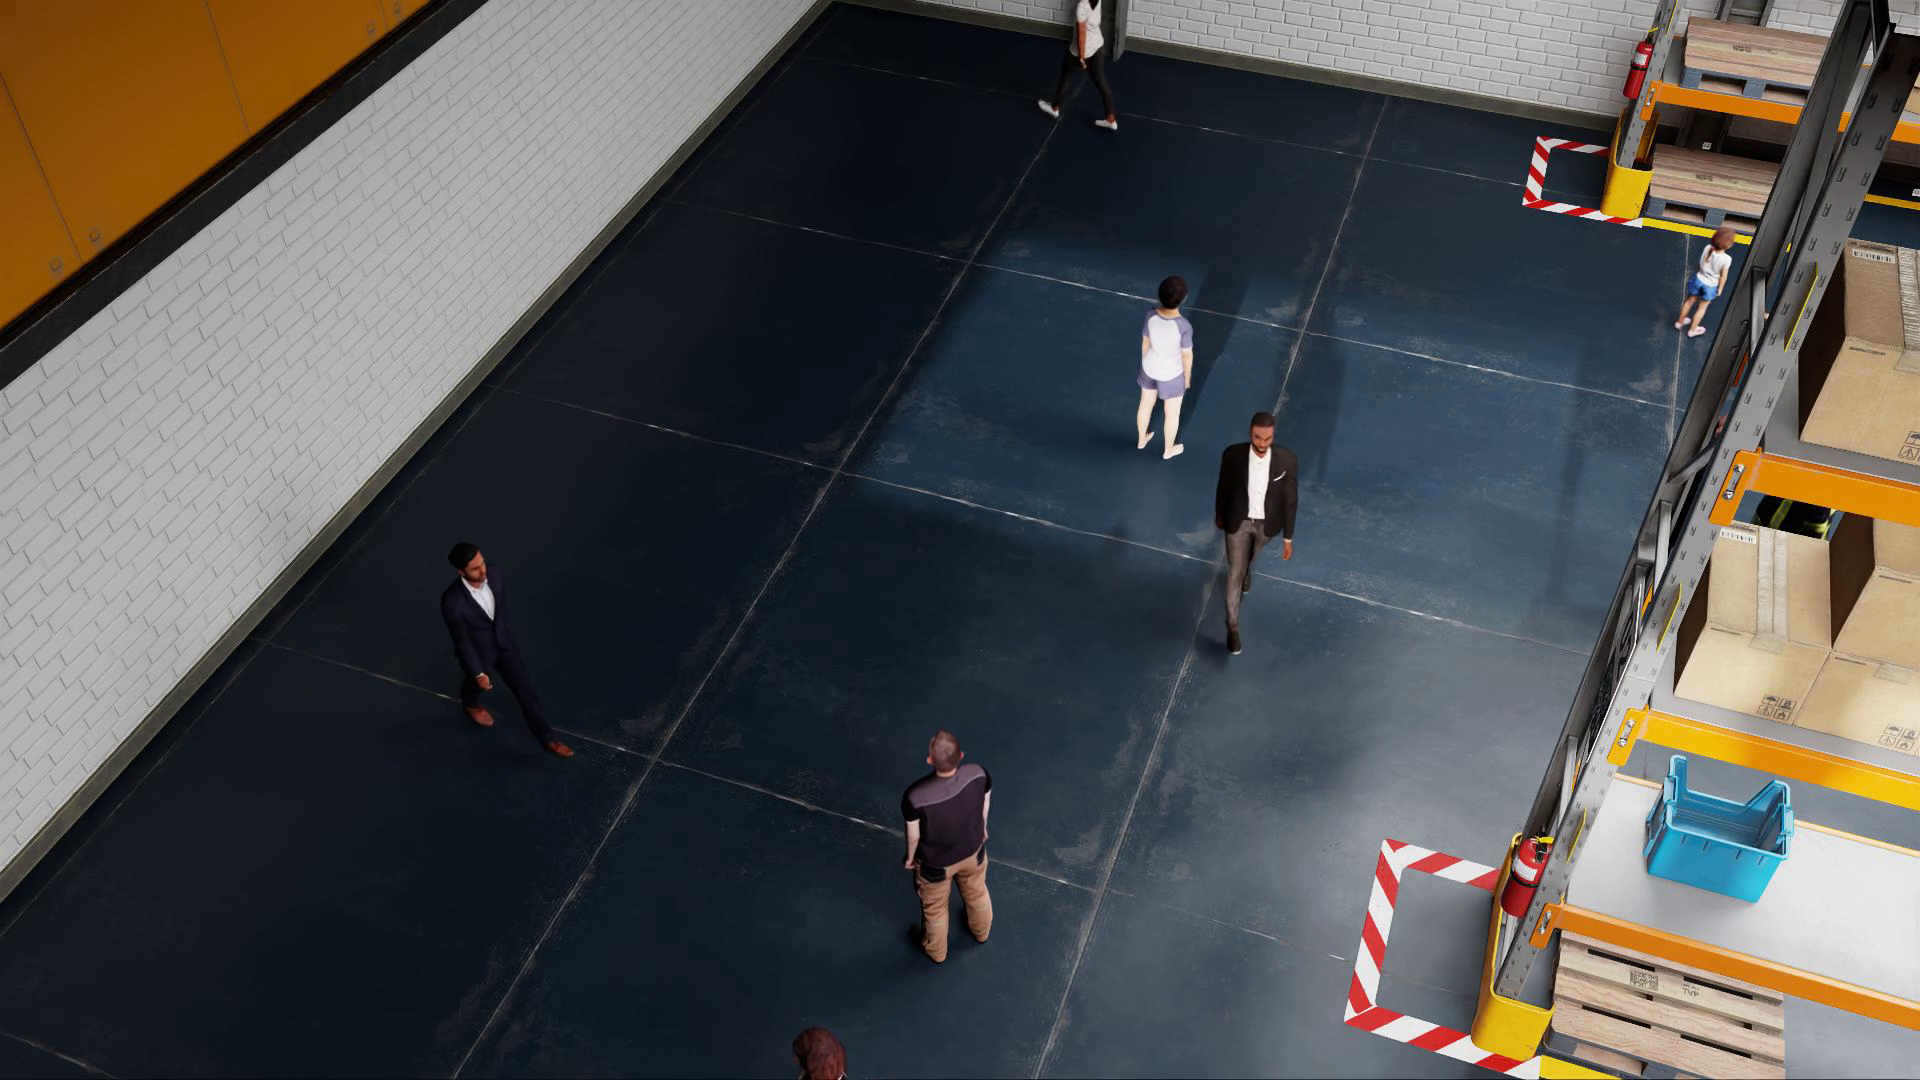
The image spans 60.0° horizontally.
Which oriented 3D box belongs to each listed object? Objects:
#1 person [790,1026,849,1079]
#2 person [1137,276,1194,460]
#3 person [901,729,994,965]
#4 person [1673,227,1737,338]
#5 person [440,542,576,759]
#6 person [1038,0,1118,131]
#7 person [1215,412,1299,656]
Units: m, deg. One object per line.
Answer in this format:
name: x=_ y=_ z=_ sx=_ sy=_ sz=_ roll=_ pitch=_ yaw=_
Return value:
person: x=-0.548 y=2.848 z=7.935 sx=1.114 sy=1.777 sz=0.862 roll=-1 pitch=44 yaw=-1
person: x=1.531 y=-1.296 z=12.438 sx=0.548 sy=1.565 sz=0.683 roll=27 pitch=50 yaw=25
person: x=-0.062 y=1.683 z=9.111 sx=0.770 sy=1.841 sz=0.830 roll=-18 pitch=46 yaw=-18
person: x=6.166 y=-2.147 z=13.729 sx=0.538 sy=1.016 sz=0.461 roll=-25 pitch=49 yaw=-24
person: x=-3.001 y=0.653 z=10.309 sx=1.231 sy=1.680 sz=0.874 roll=27 pitch=50 yaw=26
person: x=1.293 y=-4.675 z=15.962 sx=1.152 sy=1.597 sz=0.803 roll=28 pitch=50 yaw=26
person: x=1.959 y=-0.180 z=11.133 sx=1.212 sy=1.750 sz=0.959 roll=3 pitch=44 yaw=3
